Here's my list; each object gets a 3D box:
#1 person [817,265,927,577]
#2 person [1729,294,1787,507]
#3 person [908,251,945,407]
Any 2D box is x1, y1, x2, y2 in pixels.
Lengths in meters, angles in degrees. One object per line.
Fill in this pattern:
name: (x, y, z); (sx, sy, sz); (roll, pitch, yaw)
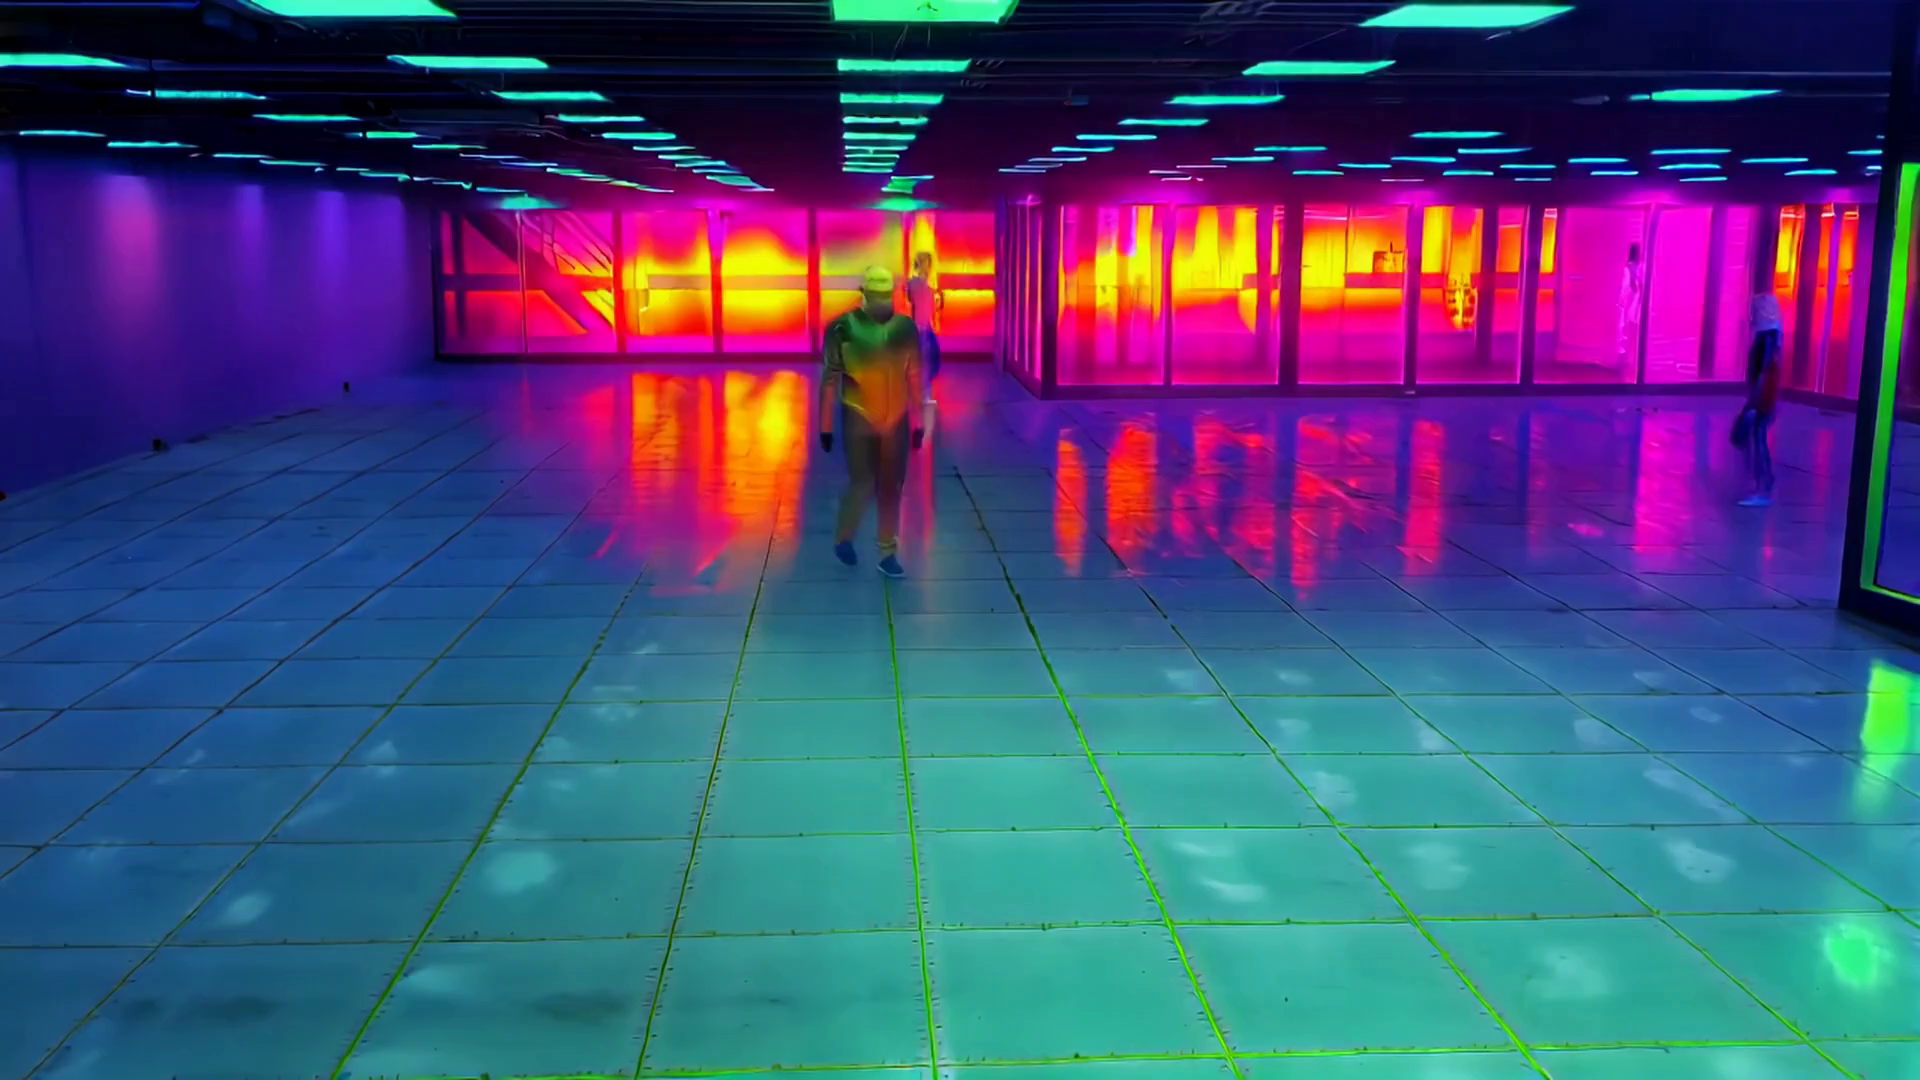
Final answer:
person: (-0.520, -0.713, 10.074); (0.672, 1.888, 0.452); (-6, 12, -29)
person: (6.070, -1.049, 12.629); (0.366, 1.620, 0.507); (3, 11, 13)
person: (-0.416, -2.505, 19.845); (0.422, 1.853, 0.552); (5, 12, 24)
